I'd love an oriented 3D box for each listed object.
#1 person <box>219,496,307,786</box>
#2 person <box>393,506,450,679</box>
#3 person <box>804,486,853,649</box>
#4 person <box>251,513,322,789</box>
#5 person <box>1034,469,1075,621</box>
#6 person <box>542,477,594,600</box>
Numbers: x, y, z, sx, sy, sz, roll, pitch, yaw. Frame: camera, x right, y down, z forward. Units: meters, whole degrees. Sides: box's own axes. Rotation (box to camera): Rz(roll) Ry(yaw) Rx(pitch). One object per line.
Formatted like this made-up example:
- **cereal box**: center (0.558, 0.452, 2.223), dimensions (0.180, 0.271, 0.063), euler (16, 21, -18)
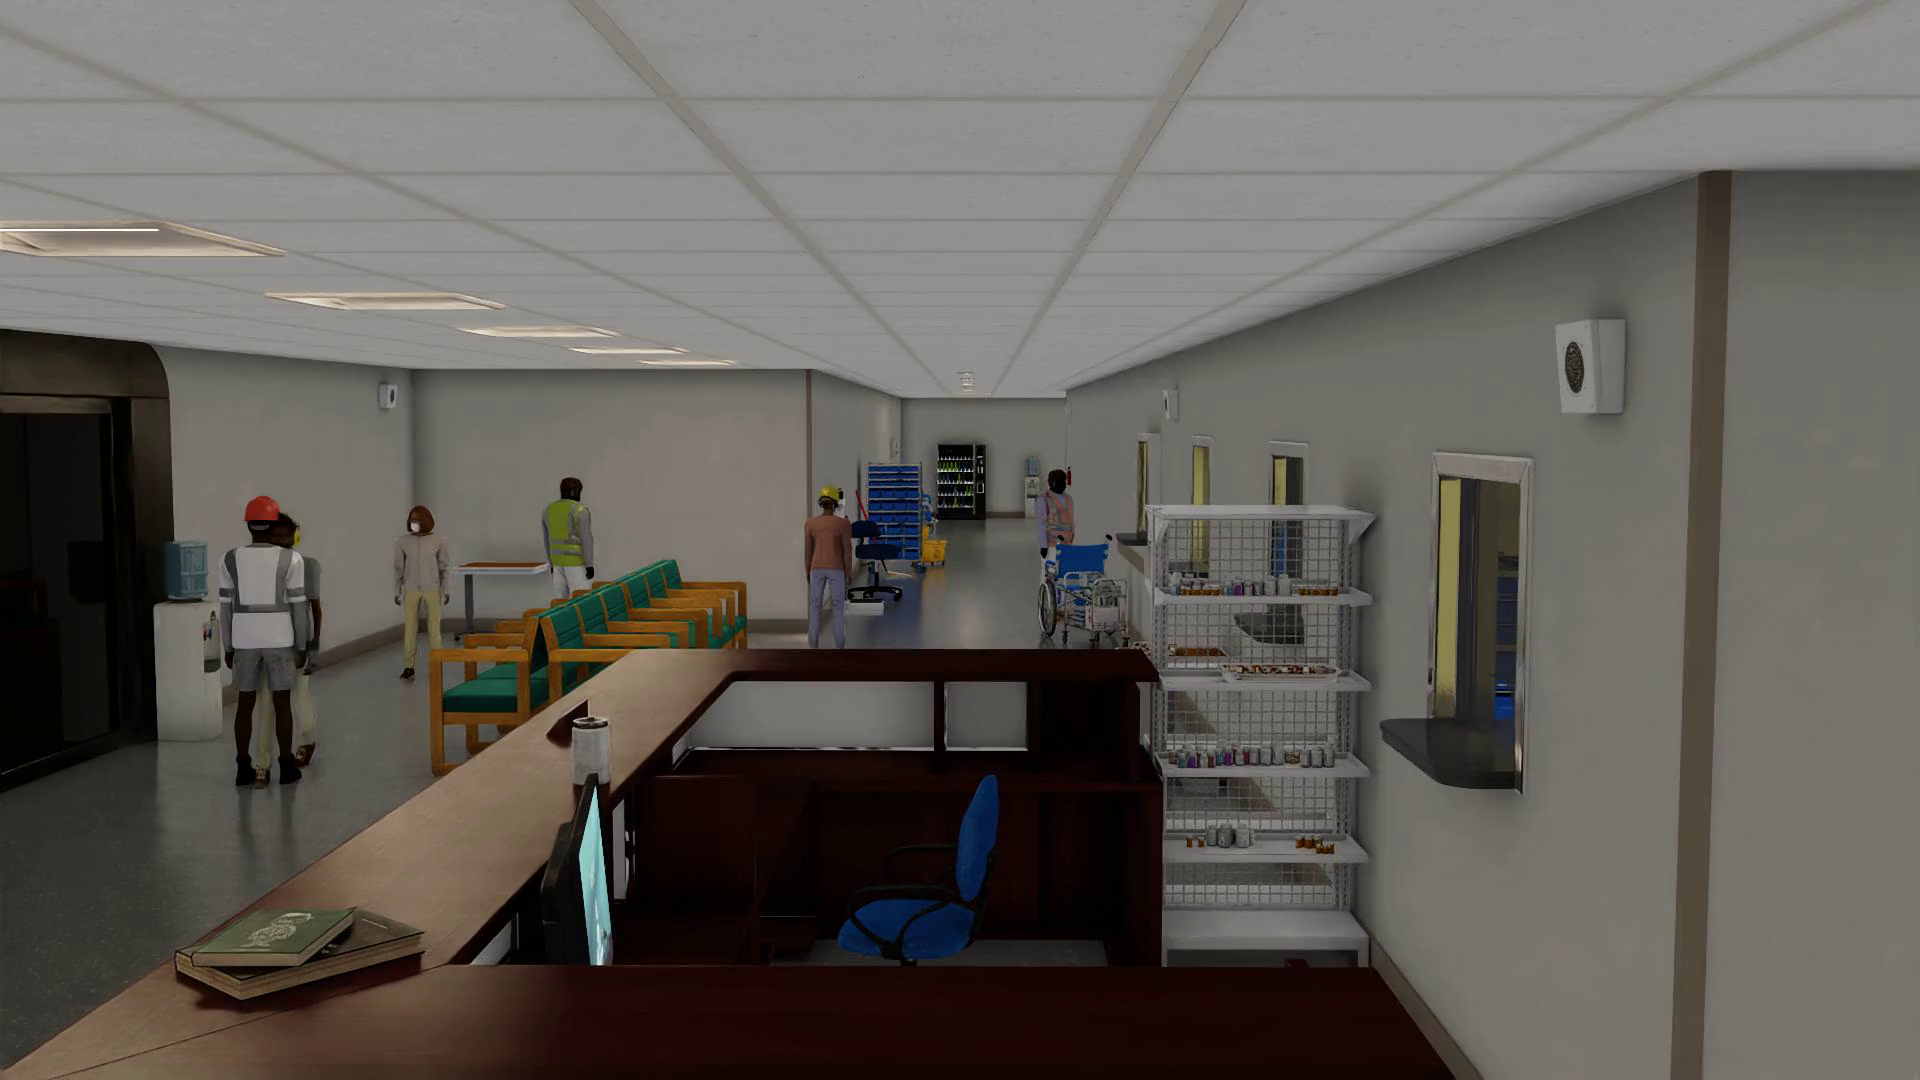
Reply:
- **person**: center (-4.640, 0.668, 11.103), dimensions (0.546, 1.928, 0.388), euler (-1, 4, -9)
- **person**: center (-5.047, 0.492, 15.602), dimensions (0.507, 1.631, 0.281), euler (-1, 4, -10)
- **person**: center (-1.357, 0.319, 17.198), dimensions (0.522, 1.758, 0.350), euler (1, 4, 14)
- **person**: center (-4.589, 0.712, 11.305), dimensions (0.539, 1.819, 0.962), euler (-1, 4, -7)
- **person**: center (1.183, 0.061, 20.215), dimensions (0.429, 1.844, 0.627), euler (4, 5, 41)
- **person**: center (-4.083, 0.257, 17.500), dimensions (0.619, 1.838, 0.430), euler (2, 5, 30)
